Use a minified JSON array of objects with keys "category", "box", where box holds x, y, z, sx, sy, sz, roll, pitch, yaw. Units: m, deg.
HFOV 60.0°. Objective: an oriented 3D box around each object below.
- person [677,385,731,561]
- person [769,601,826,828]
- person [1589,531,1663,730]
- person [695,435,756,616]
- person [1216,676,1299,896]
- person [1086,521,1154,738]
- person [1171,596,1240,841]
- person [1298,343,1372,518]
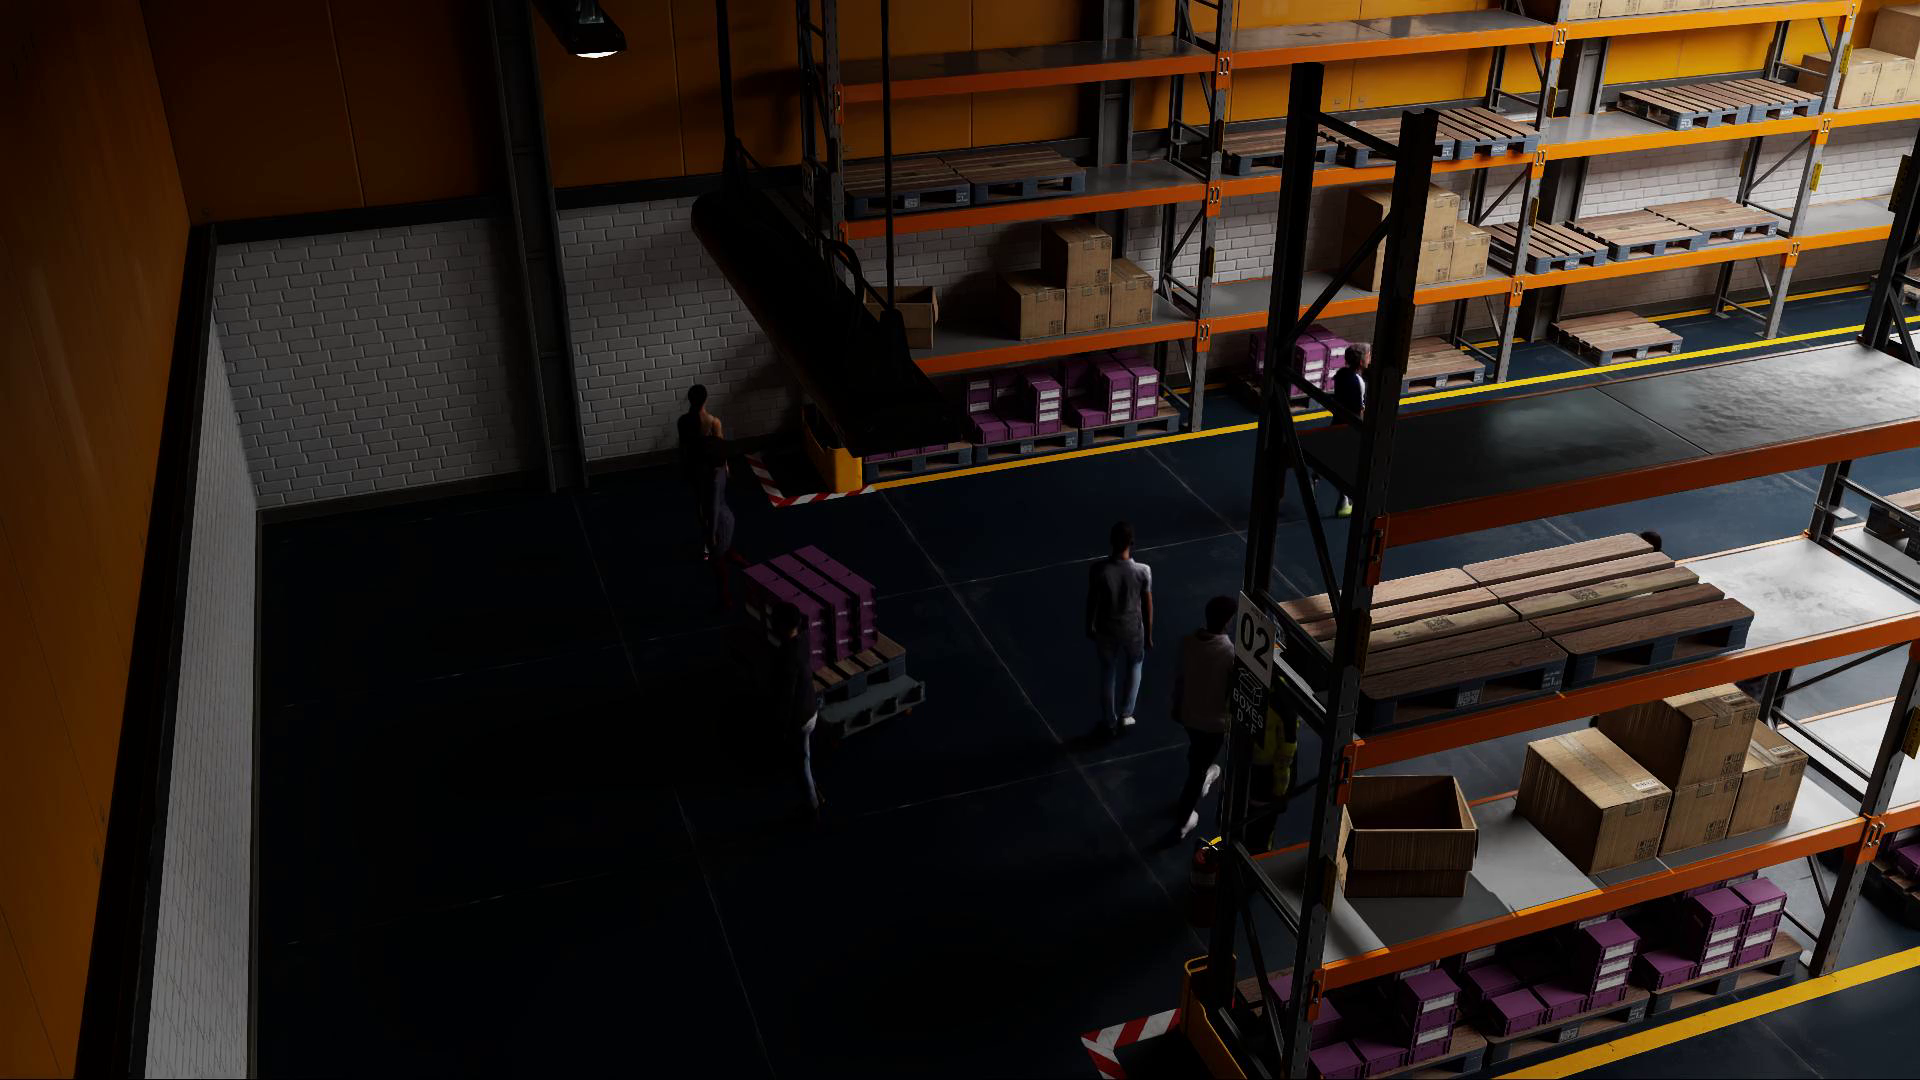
[{"category":"person","box":[-2.411,-0.592,15.442,0.745,1.713,0.788,3,29,6]},{"category":"person","box":[-1.087,1.268,11.919,0.710,1.820,0.744,-2,29,-3]},{"category":"person","box":[5.207,0.751,12.816,1.121,1.870,0.820,-14,32,-24]},{"category":"person","box":[-2.027,-0.125,14.602,0.875,1.697,0.712,-4,29,-7]},{"category":"person","box":[2.087,1.518,11.312,0.964,1.963,0.919,-23,36,-36]},{"category":"person","box":[1.227,0.751,12.845,0.743,1.842,0.857,4,29,7]},{"category":"person","box":[1.694,1.305,11.776,1.028,1.894,1.166,18,33,29]},{"category":"person","box":[3.689,-1.059,16.182,0.918,1.823,0.718,-5,29,-9]}]
